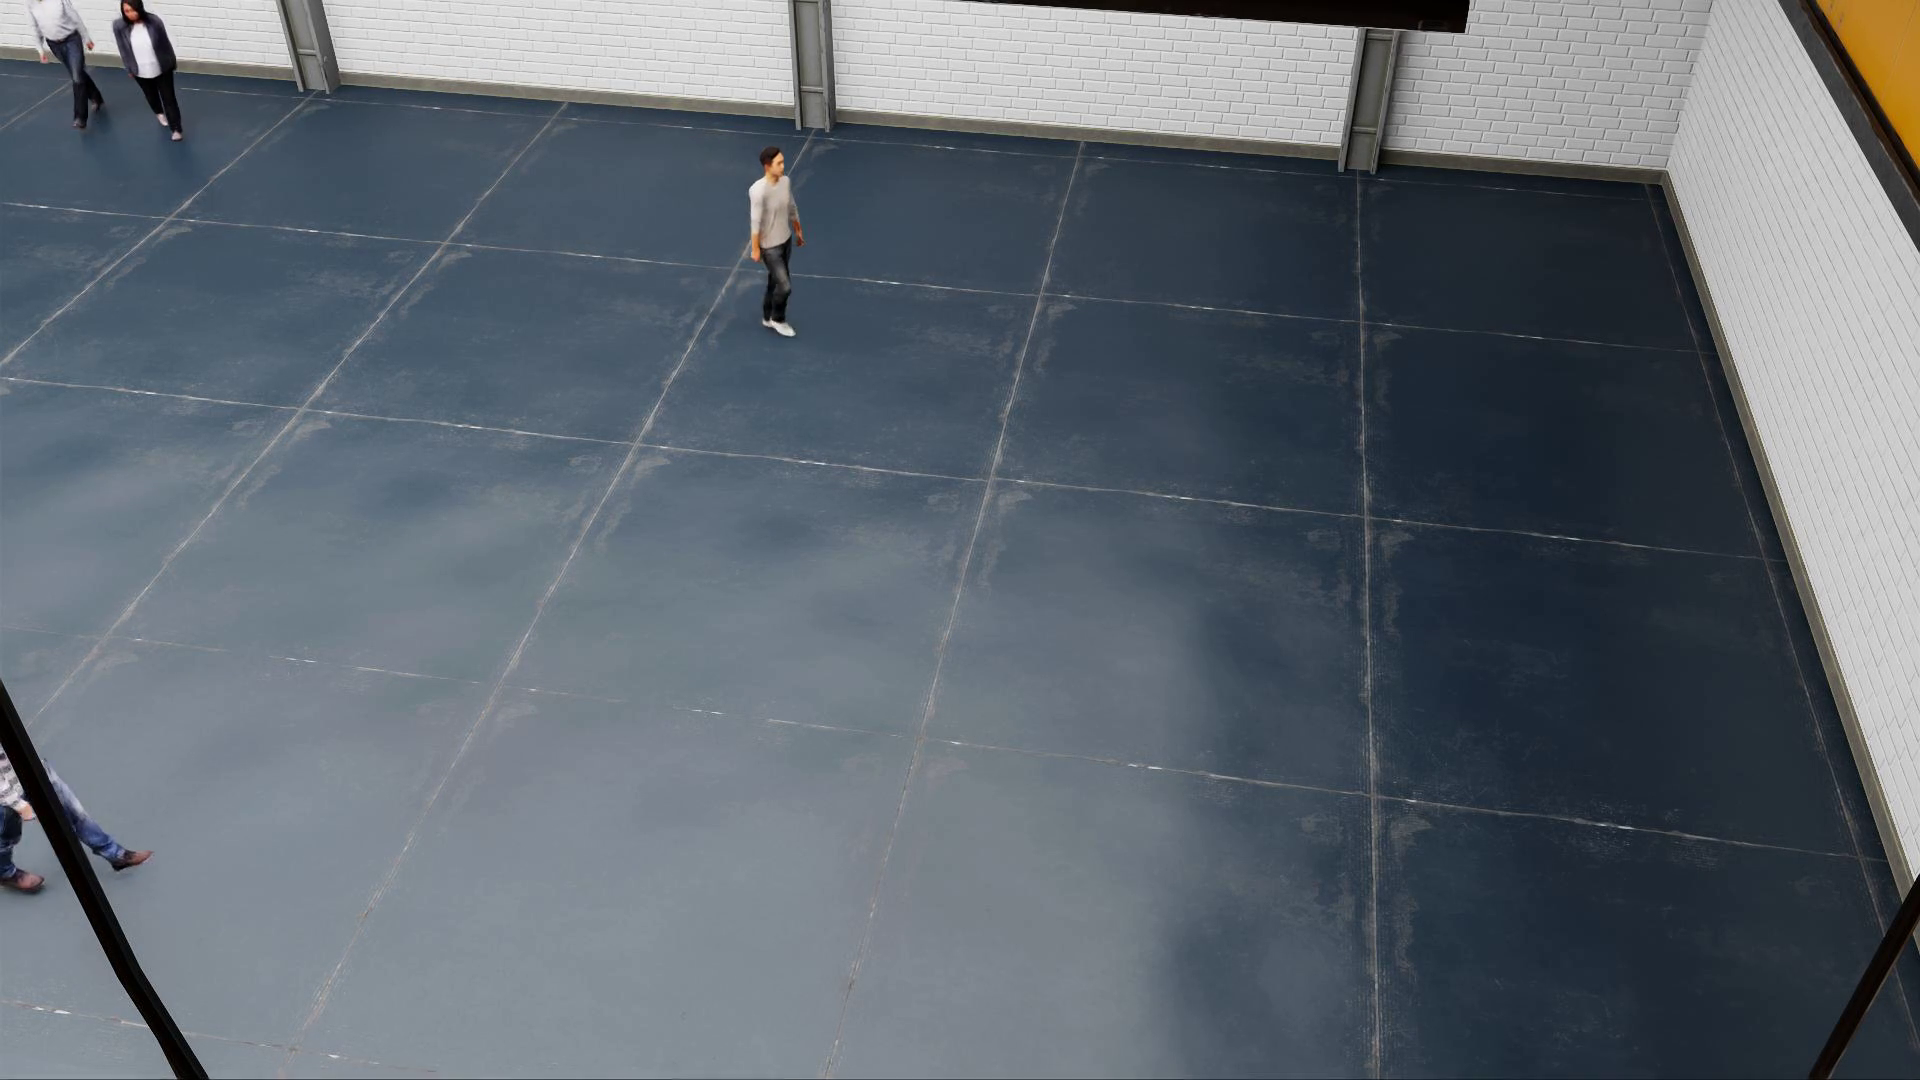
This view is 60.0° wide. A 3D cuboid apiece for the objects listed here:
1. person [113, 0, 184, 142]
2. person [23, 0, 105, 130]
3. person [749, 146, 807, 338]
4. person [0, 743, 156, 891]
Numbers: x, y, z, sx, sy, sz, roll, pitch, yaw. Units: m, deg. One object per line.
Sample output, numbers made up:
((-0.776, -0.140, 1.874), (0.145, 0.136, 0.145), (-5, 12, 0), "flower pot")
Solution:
((-8.830, -5.202, 18.145), (1.107, 1.578, 1.076), (-16, 41, -19), "person")
((-9.847, -5.501, 18.369), (1.134, 1.766, 0.875), (-2, 39, -2), "person")
((-1.730, -2.672, 14.798), (0.772, 1.802, 0.786), (20, 43, 23), "person")
((-5.601, 1.420, 9.678), (1.183, 1.797, 0.717), (3, 39, 4), "person")
